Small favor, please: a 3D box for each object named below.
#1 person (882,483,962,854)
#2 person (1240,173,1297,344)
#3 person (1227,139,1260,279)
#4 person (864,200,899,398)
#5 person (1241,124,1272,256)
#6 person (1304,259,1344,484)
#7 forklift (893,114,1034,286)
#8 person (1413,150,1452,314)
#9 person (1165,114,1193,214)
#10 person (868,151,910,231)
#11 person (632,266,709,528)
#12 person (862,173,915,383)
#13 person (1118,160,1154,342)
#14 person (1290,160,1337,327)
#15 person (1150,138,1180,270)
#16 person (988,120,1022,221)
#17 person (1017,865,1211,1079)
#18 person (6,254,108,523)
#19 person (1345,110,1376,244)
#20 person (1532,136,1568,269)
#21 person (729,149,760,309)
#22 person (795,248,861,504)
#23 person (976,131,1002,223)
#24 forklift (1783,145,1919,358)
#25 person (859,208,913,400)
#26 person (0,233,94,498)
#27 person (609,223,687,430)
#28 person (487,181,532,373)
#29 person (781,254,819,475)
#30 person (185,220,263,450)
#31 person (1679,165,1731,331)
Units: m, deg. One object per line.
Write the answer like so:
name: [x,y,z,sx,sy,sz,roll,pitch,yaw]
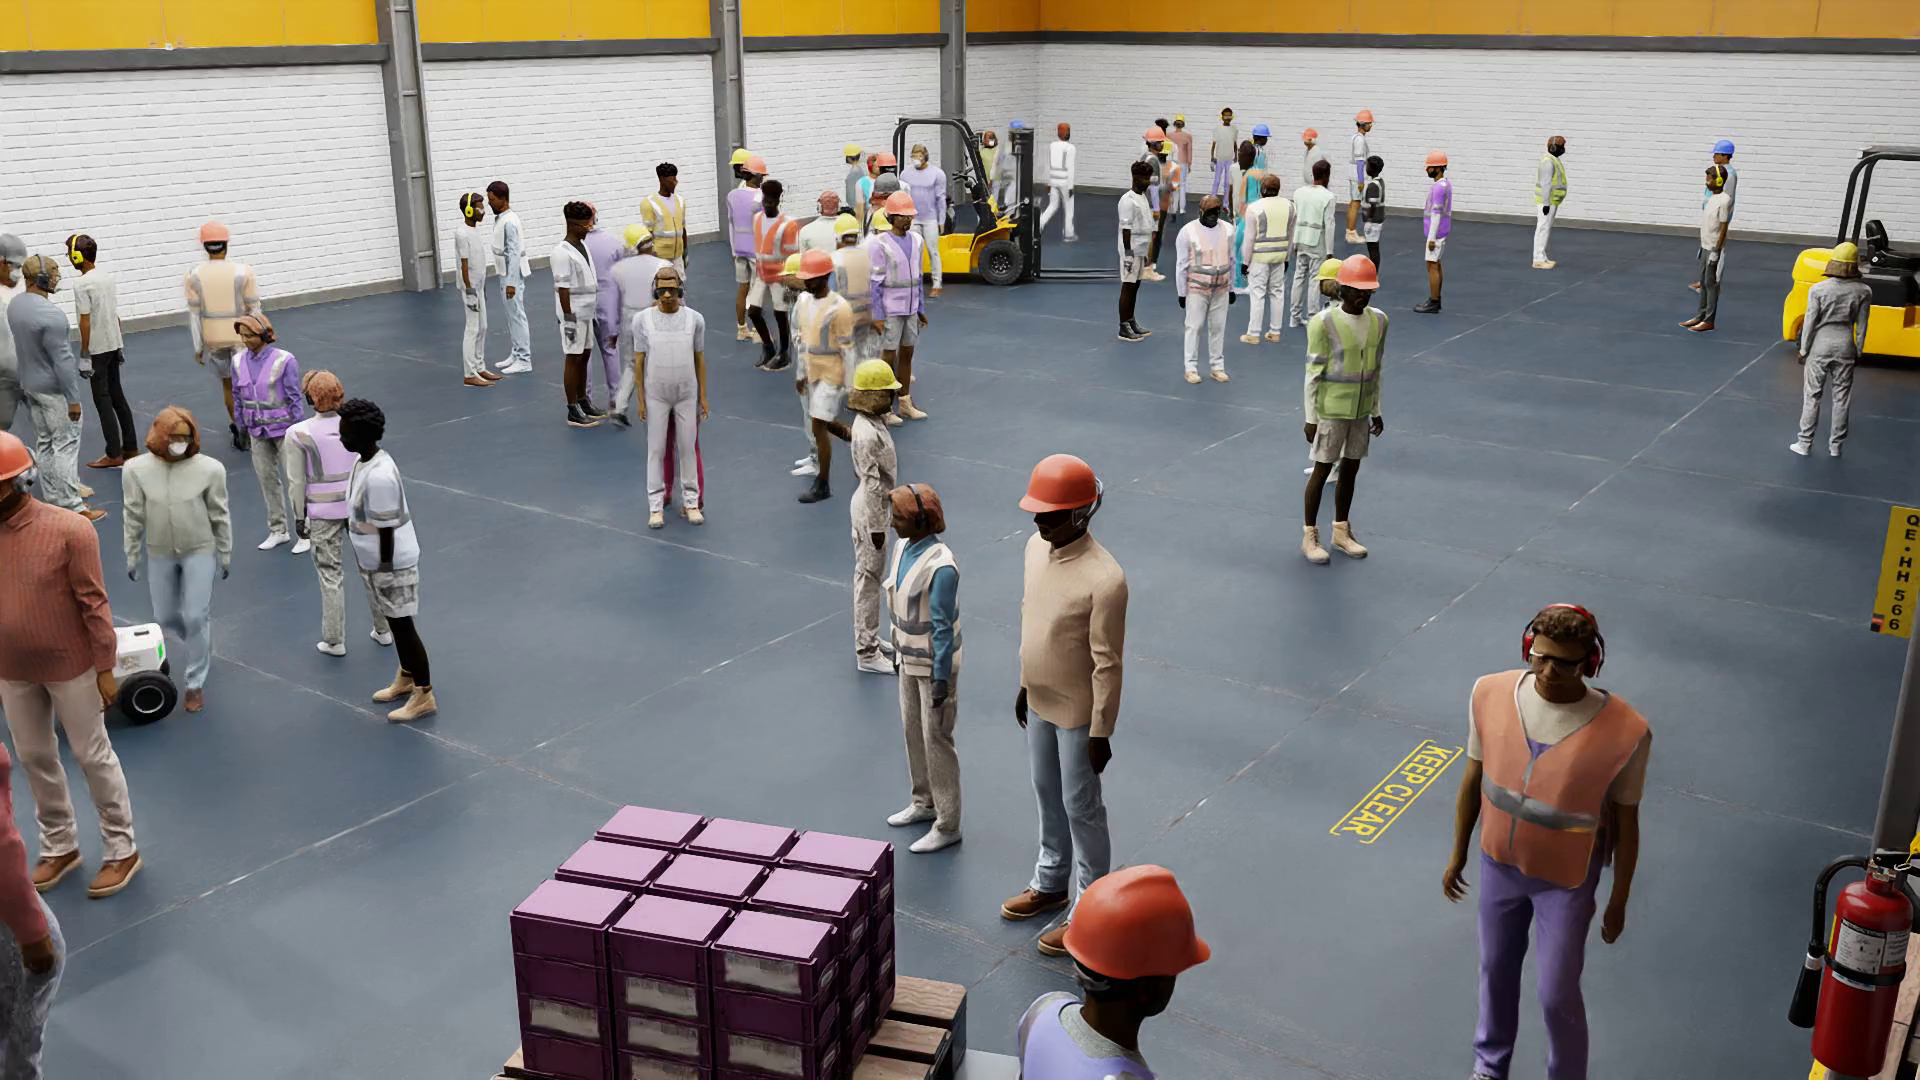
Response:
person: [-0.153,0.540,7.233,0.315,1.631,0.524,-8,20,-24]
person: [3.337,-3.063,18.162,0.626,1.844,0.429,-8,19,-22]
person: [3.856,-4.475,22.555,0.333,1.860,0.511,-16,23,-40]
person: [-0.705,-2.210,15.435,0.437,1.874,0.604,-11,21,-32]
person: [4.342,-5.118,24.434,0.415,1.939,0.604,-2,18,-7]
person: [2.850,-1.298,12.818,0.329,1.734,0.481,1,18,5]
forklift: [-0.171,-4.594,22.377,2.313,2.155,1.214,1,18,3]
person: [5.693,-3.701,20.020,0.387,1.928,0.546,7,19,21]
person: [3.882,-6.713,29.722,0.524,1.757,0.354,3,18,11]
person: [-0.857,-3.655,19.873,0.547,1.929,0.387,-10,20,-28]
person: [-2.024,-1.002,11.707,0.506,1.847,0.350,-5,18,-15]
person: [-0.670,-2.561,16.267,0.538,2.000,0.682,-7,19,-21]
person: [1.937,-3.193,18.377,0.369,1.958,0.602,7,19,21]
person: [4.017,-3.355,18.967,0.390,1.912,0.588,-13,22,-36]
person: [2.720,-4.609,22.957,0.599,1.856,0.869,3,18,9]
person: [0.851,-5.688,26.308,0.966,1.886,0.632,-17,24,-42]
person: [0.320,1.574,3.521,0.386,1.929,0.543,-6,19,-19]
person: [-6.384,-1.039,11.718,0.635,1.916,0.381,13,22,35]
person: [6.247,-5.670,25.986,0.367,2.046,0.608,2,18,6]
person: [8.346,-4.778,23.522,0.429,1.842,0.636,9,20,25]
person: [-2.604,-3.784,20.276,0.373,1.925,0.595,-4,18,-12]
person: [-0.903,-1.256,12.424,0.809,1.898,0.566,-13,22,-36]
person: [0.485,-5.933,27.490,0.494,1.624,0.279,-8,20,-24]
forklift: [9.803,-2.879,17.013,2.313,2.155,1.214,12,21,33]
person: [-0.692,-2.155,15.362,0.602,1.817,0.403,-7,19,-20]
person: [-7.060,-1.315,12.370,0.990,2.000,0.693,9,20,25]
person: [-2.687,-1.809,14.328,0.673,1.804,0.499,4,18,13]
person: [-4.526,-2.646,16.739,0.393,1.915,0.591,-7,19,-22]
person: [-1.222,-1.380,13.079,0.327,1.730,0.489,-1,18,-3]
person: [-5.990,-1.640,13.605,0.560,1.910,0.701,-4,18,-13]
person: [8.501,-3.301,18.869,0.328,1.865,0.520,2,18,6]
